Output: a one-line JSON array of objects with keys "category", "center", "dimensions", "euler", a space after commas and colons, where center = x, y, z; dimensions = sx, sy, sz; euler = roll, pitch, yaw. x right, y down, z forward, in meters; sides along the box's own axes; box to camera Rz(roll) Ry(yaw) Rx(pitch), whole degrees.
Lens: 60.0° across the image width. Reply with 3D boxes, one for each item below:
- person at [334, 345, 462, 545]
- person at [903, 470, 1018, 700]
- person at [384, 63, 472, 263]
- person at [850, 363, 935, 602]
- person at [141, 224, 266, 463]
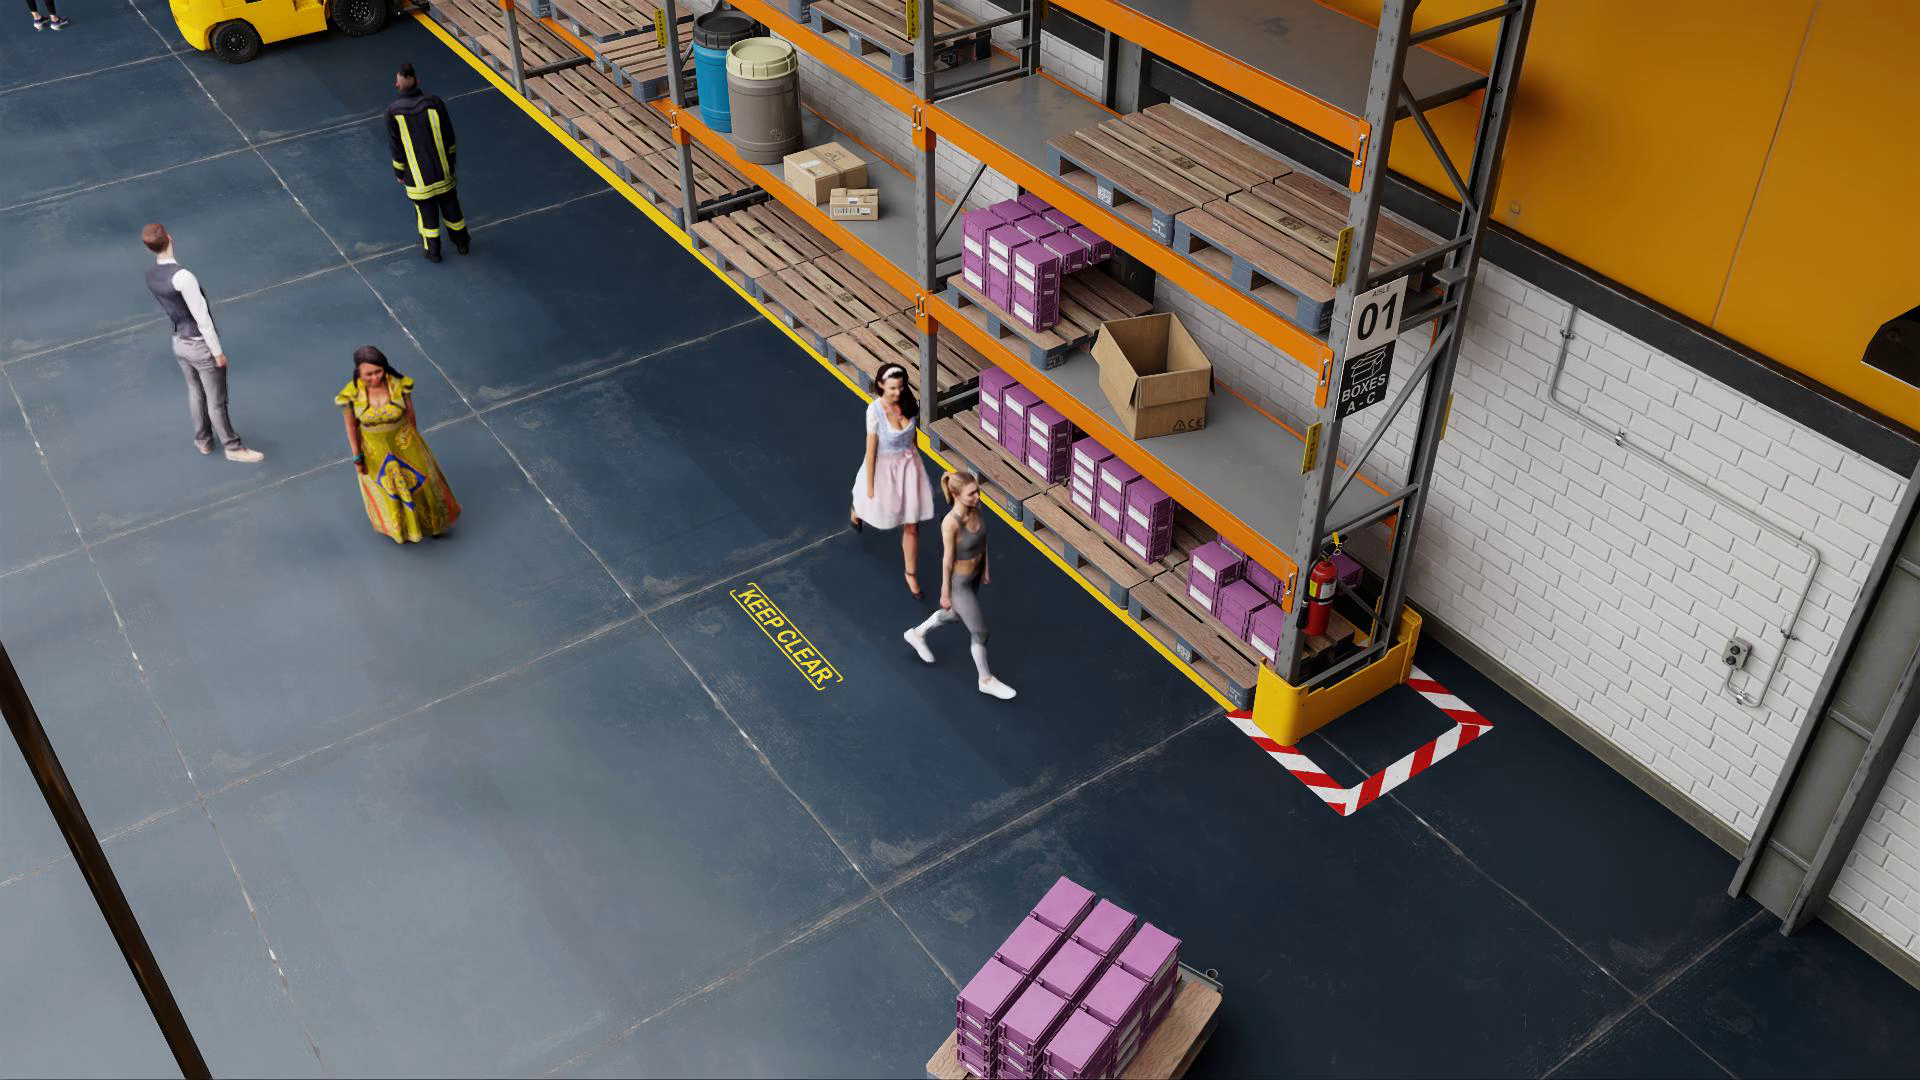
[{"category": "person", "center": [-4.057, -0.698, 11.728], "dimensions": [0.857, 1.648, 0.798], "euler": [-17, 42, -20]}, {"category": "person", "center": [-0.046, 0.245, 10.527], "dimensions": [1.170, 1.672, 0.890], "euler": [19, 43, 23]}, {"category": "person", "center": [-4.800, -3.394, 14.929], "dimensions": [0.747, 1.865, 0.669], "euler": [-22, 44, -25]}, {"category": "person", "center": [-0.511, -0.456, 11.313], "dimensions": [0.657, 1.786, 1.129], "euler": [-22, 44, -25]}, {"category": "person", "center": [-5.693, -1.423, 12.433], "dimensions": [0.954, 1.900, 0.688], "euler": [-27, 46, -30]}]
